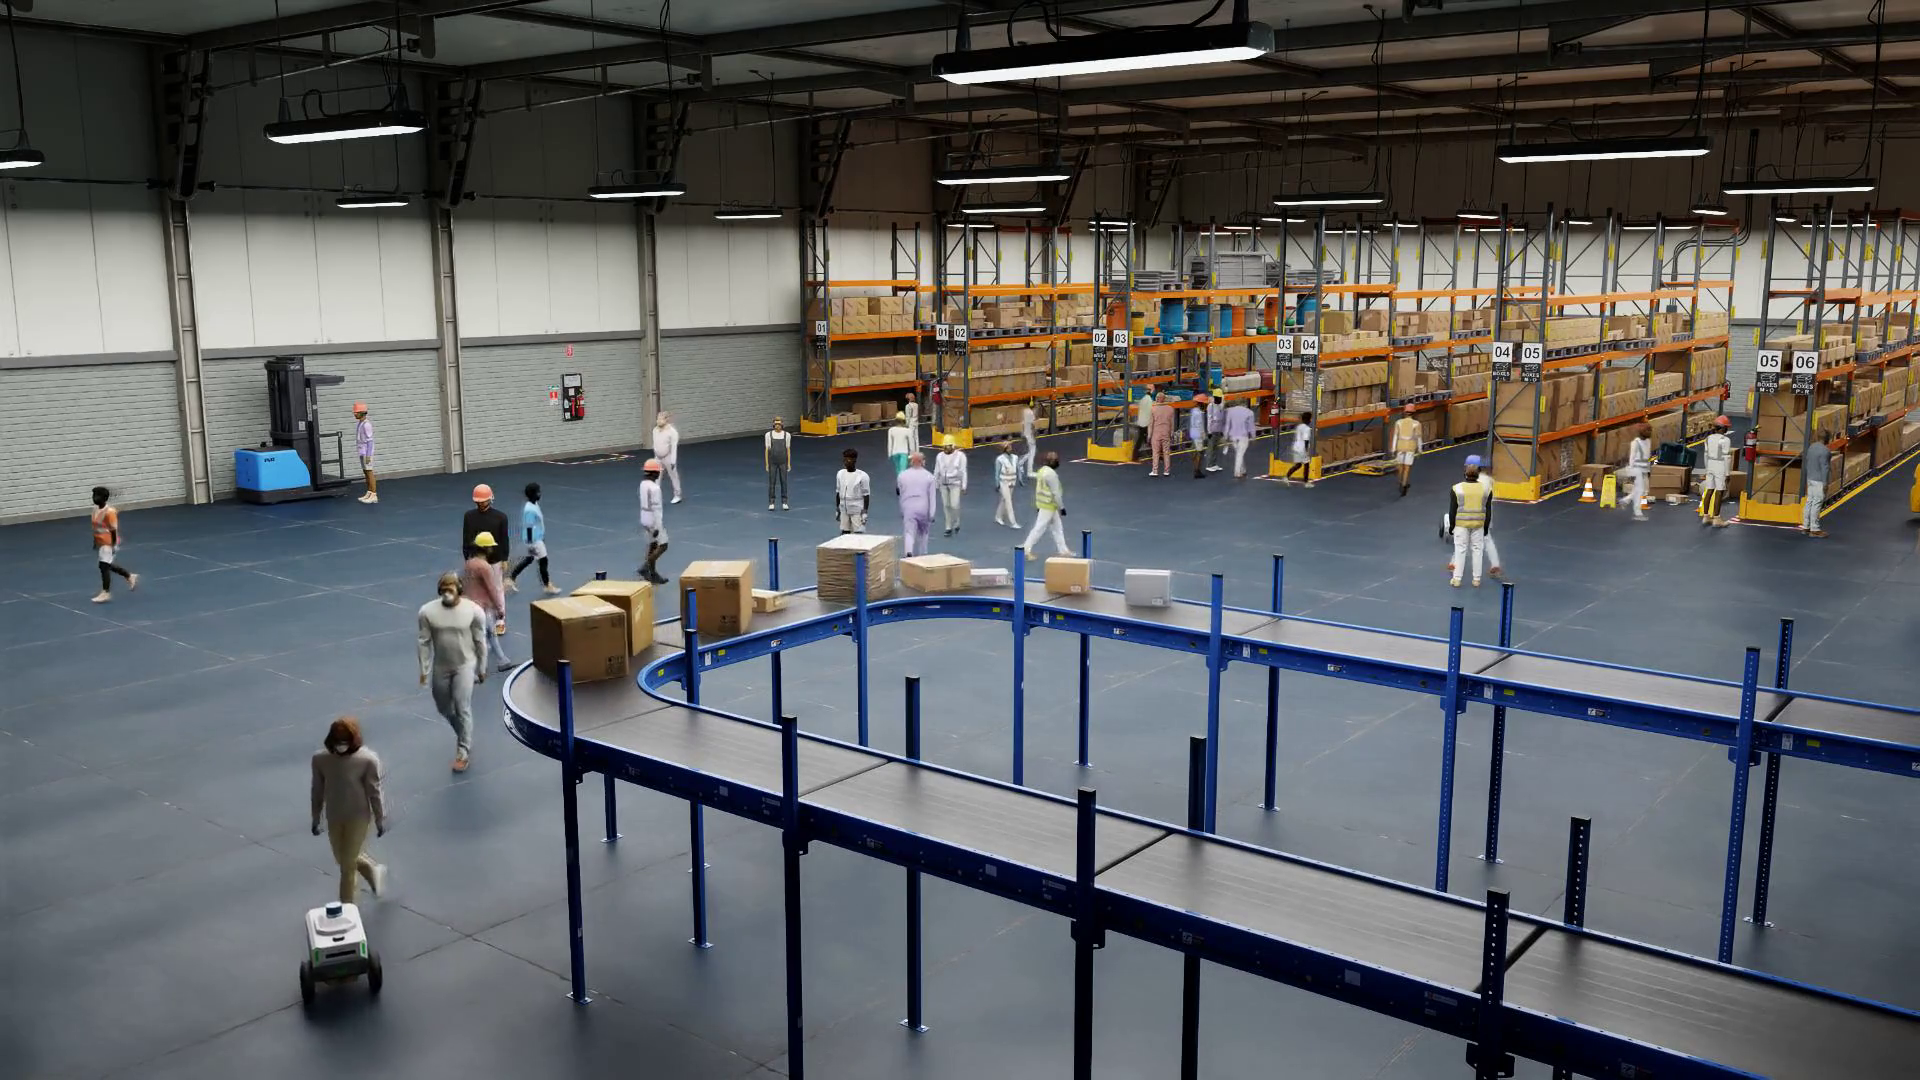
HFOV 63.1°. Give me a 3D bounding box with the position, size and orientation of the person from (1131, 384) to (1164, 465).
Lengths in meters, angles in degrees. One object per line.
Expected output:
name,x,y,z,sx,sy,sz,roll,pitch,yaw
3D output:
person,4.568,-2.795,37.754,0.992,1.929,0.628,-4,11,-21

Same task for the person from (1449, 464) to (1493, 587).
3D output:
person,7.652,-0.220,23.520,0.625,1.844,0.429,1,10,4

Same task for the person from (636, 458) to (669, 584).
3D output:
person,-4.662,-0.276,23.605,0.474,1.922,0.548,-8,13,-39

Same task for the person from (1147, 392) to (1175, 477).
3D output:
person,4.550,-2.399,35.601,0.639,1.910,0.407,-3,10,-15

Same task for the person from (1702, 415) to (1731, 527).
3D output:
person,14.006,-1.279,28.899,0.365,2.048,0.608,-3,10,-15

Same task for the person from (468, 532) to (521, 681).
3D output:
person,-5.495,0.765,18.292,0.849,1.726,0.546,-7,12,-35

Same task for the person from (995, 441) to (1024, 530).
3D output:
person,0.866,-1.032,28.767,0.511,1.600,0.852,-9,13,-41

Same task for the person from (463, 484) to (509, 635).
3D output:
person,-6.199,0.251,20.451,0.609,1.991,0.384,0,10,2

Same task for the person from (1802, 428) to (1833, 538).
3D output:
person,15.276,-1.034,27.832,0.355,1.936,0.637,1,10,4

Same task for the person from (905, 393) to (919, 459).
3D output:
person,-1.197,-2.827,38.765,0.317,1.638,0.516,6,12,30

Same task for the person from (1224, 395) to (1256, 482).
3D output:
person,6.306,-2.286,35.007,0.662,1.885,0.972,7,12,34

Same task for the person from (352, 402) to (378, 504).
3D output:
person,-12.050,-1.761,31.627,0.394,2.041,0.612,-6,12,-31

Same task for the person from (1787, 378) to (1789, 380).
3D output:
person,24.195,-4.111,45.421,0.429,1.843,0.629,7,12,33

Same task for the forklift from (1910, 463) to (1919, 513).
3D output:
forklift,19.034,-1.348,28.998,2.313,2.155,1.214,8,13,37

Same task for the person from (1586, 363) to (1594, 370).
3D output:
person,18.901,-4.392,46.949,0.646,1.864,0.863,5,11,25

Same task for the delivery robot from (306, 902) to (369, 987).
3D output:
delivery robot,-4.223,2.695,10.590,0.477,0.478,0.707,-5,11,-26

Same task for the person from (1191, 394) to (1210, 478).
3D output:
person,5.437,-2.358,35.362,0.448,1.912,0.630,0,10,-1

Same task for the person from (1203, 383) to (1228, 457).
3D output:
person,6.436,-3.021,39.294,0.535,1.847,0.794,10,14,44

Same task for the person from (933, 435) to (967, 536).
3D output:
person,-0.197,-0.965,27.780,0.630,1.816,0.477,5,11,26

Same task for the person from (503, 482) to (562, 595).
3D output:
person,-6.311,-0.021,22.892,0.806,1.670,0.527,-3,10,-14

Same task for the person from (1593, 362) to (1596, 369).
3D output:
person,19.909,-4.852,49.445,0.740,1.894,0.600,4,11,22

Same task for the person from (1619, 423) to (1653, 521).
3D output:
person,12.780,-1.305,29.560,0.629,1.865,0.597,-7,13,-36

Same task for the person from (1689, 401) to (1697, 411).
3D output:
person,21.333,-4.196,45.618,0.477,1.930,0.626,8,13,39

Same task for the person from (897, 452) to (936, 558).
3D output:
person,-0.695,-0.452,24.815,0.632,1.852,0.820,1,10,5

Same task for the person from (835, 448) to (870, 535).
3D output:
person,-1.701,-0.468,24.564,0.600,1.967,0.369,6,12,29

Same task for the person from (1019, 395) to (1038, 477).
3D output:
person,1.582,-2.351,35.483,0.461,1.854,0.519,-2,10,-10

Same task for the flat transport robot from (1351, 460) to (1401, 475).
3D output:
flat transport robot,9.692,-1.689,36.325,0.652,0.197,1.431,8,13,37

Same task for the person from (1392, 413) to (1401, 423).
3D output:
person,12.592,-4.008,44.825,0.547,1.844,0.570,9,13,41

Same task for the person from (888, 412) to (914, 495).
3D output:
person,-1.256,-1.822,32.838,0.534,1.736,0.821,2,10,13

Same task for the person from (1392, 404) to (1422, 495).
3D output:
person,9.415,-1.911,32.871,0.570,1.892,0.968,6,12,30

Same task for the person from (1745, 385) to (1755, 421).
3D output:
person,21.022,-3.433,41.219,0.652,1.972,0.742,7,13,36

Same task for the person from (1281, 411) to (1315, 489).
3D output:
person,7.295,-1.938,33.679,0.656,1.665,0.572,-2,10,-9

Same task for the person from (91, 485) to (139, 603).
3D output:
person,-12.254,0.028,22.565,0.539,1.677,0.665,9,13,41

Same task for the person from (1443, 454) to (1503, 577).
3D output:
person,8.032,-0.377,24.258,0.616,1.905,0.997,-5,11,-28

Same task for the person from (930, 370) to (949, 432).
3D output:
person,-0.599,-3.992,44.846,0.588,1.809,0.815,2,10,11

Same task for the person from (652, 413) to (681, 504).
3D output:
person,-5.942,-1.616,31.333,0.663,1.852,1.036,5,11,28

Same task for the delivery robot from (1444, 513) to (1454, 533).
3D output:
delivery robot,8.707,-0.314,27.525,0.477,0.478,0.707,3,10,15

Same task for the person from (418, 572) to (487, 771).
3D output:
person,-4.899,1.225,15.206,0.633,1.915,0.794,0,10,-3

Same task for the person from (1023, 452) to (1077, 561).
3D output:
person,1.408,-0.551,25.549,0.984,1.792,0.608,-1,10,-5

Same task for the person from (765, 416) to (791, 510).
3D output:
person,-3.577,-1.512,30.784,0.508,1.846,0.345,-2,10,-12

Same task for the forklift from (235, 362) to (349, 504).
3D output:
forklift,-13.803,-2.244,32.110,1.129,2.768,1.873,8,13,37

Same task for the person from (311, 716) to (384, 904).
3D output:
person,-4.481,2.028,11.532,0.525,1.598,0.708,1,10,6

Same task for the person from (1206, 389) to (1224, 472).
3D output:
person,5.972,-2.569,36.498,0.388,1.926,0.590,8,13,38
